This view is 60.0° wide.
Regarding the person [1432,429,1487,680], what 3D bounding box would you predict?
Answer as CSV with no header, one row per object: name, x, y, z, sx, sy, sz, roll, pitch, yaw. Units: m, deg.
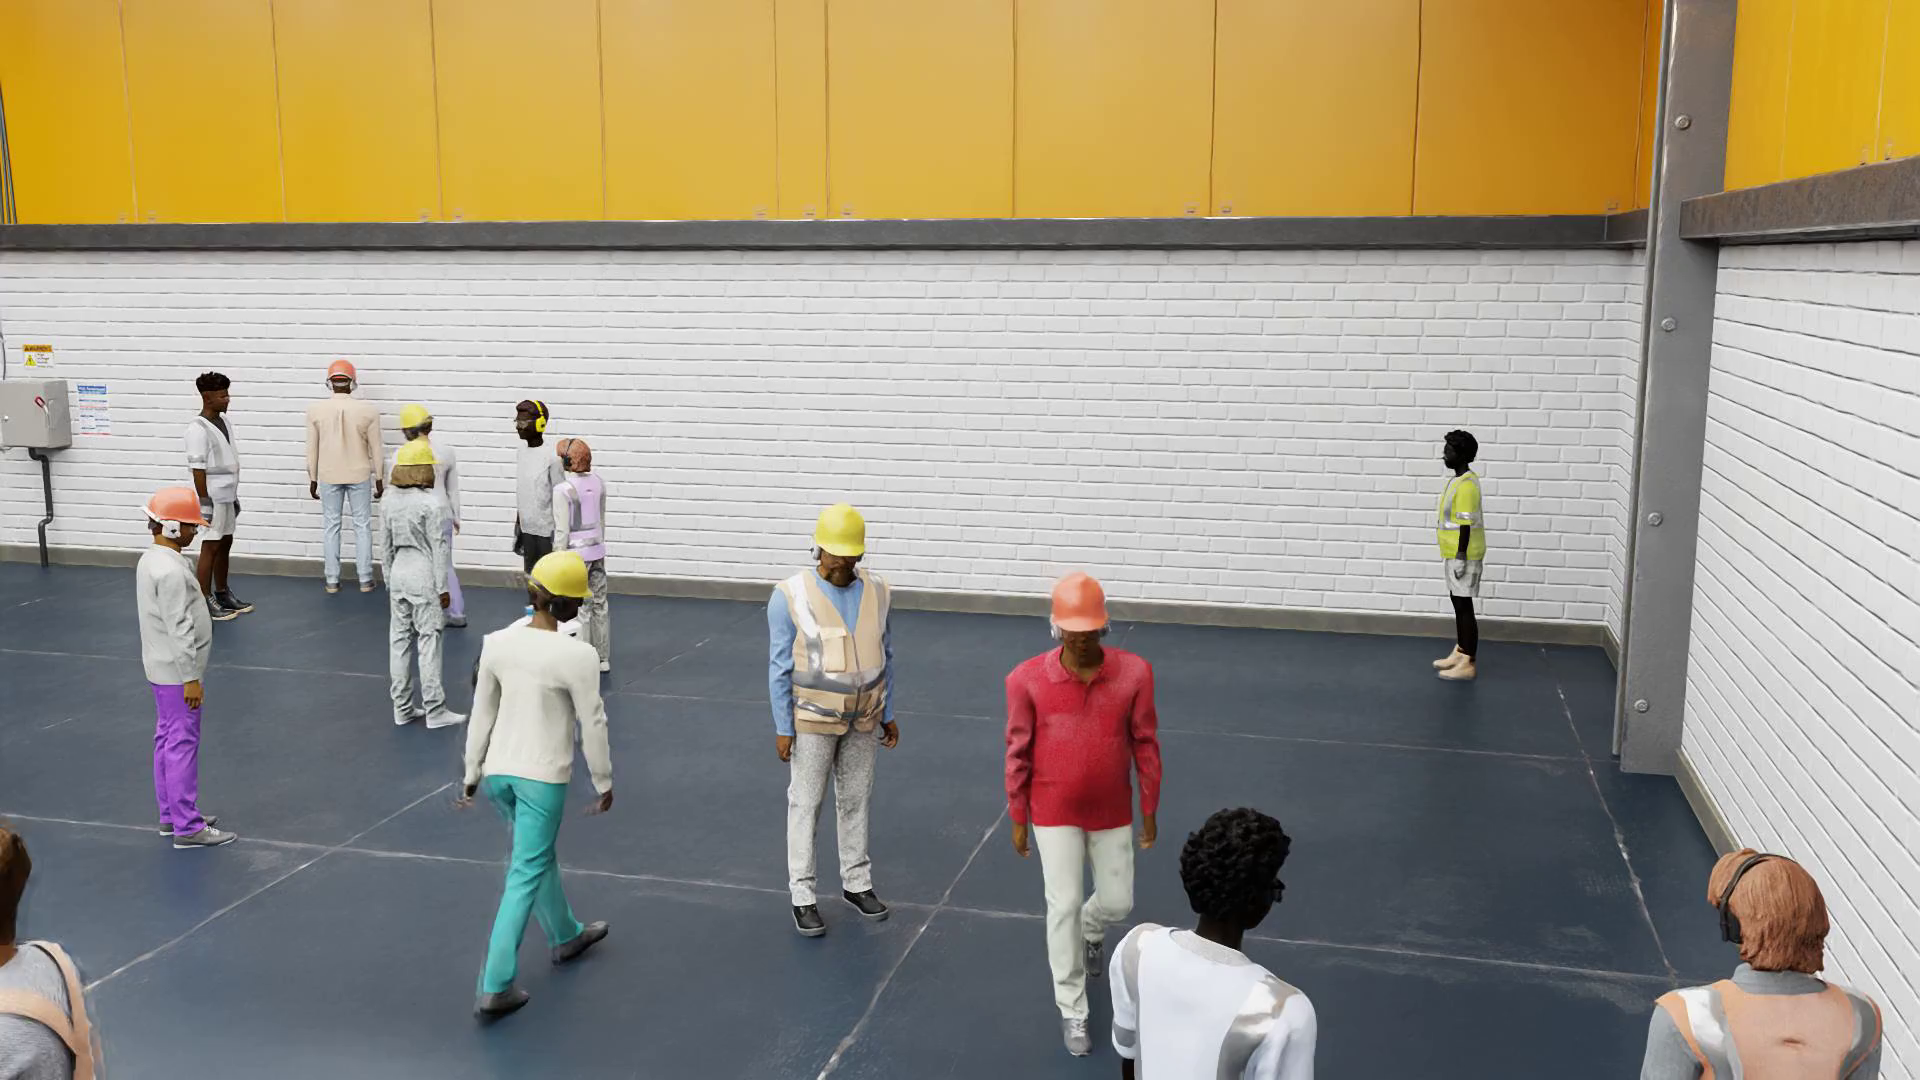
person,3.381,0.096,11.244,0.322,1.690,0.532,1,10,7

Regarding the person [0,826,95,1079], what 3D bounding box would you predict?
person,-1.833,1.417,3.080,0.516,1.831,0.586,-3,10,-18

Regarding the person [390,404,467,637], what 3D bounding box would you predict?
person,-4.022,-0.155,12.537,0.370,1.748,0.550,8,13,40

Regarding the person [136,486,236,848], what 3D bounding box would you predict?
person,-3.764,0.608,8.055,0.336,1.744,0.563,-7,12,-36

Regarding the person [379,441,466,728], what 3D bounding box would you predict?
person,-3.278,0.267,10.083,0.488,1.740,0.318,5,11,26

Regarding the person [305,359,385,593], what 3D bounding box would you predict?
person,-5.212,-0.538,14.117,0.624,1.984,0.413,-3,10,-16

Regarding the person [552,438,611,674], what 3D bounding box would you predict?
person,-2.551,0.131,11.173,0.310,1.642,0.514,4,11,24

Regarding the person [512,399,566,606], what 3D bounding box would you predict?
person,-2.918,-0.042,11.516,0.520,1.874,0.332,8,12,38

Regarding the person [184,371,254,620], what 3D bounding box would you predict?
person,-5.856,-0.350,13.094,0.373,1.958,0.599,-1,10,-3

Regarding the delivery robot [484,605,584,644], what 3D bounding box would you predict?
delivery robot,-2.782,0.672,10.909,0.477,0.478,0.707,4,10,24

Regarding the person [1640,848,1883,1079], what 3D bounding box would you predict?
person,1.637,1.446,3.470,0.525,1.632,0.318,-1,10,-8

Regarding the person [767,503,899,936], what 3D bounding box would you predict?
person,-0.518,0.744,7.035,0.586,1.823,0.403,-6,11,-32

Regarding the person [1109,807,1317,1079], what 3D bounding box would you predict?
person,0.541,1.398,3.589,0.319,1.687,0.539,-9,13,-42

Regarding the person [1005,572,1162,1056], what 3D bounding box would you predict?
person,0.440,0.946,6.114,0.573,1.731,0.636,-1,10,-7

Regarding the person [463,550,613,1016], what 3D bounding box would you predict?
person,-1.605,0.901,6.409,0.540,1.716,0.897,5,11,28
